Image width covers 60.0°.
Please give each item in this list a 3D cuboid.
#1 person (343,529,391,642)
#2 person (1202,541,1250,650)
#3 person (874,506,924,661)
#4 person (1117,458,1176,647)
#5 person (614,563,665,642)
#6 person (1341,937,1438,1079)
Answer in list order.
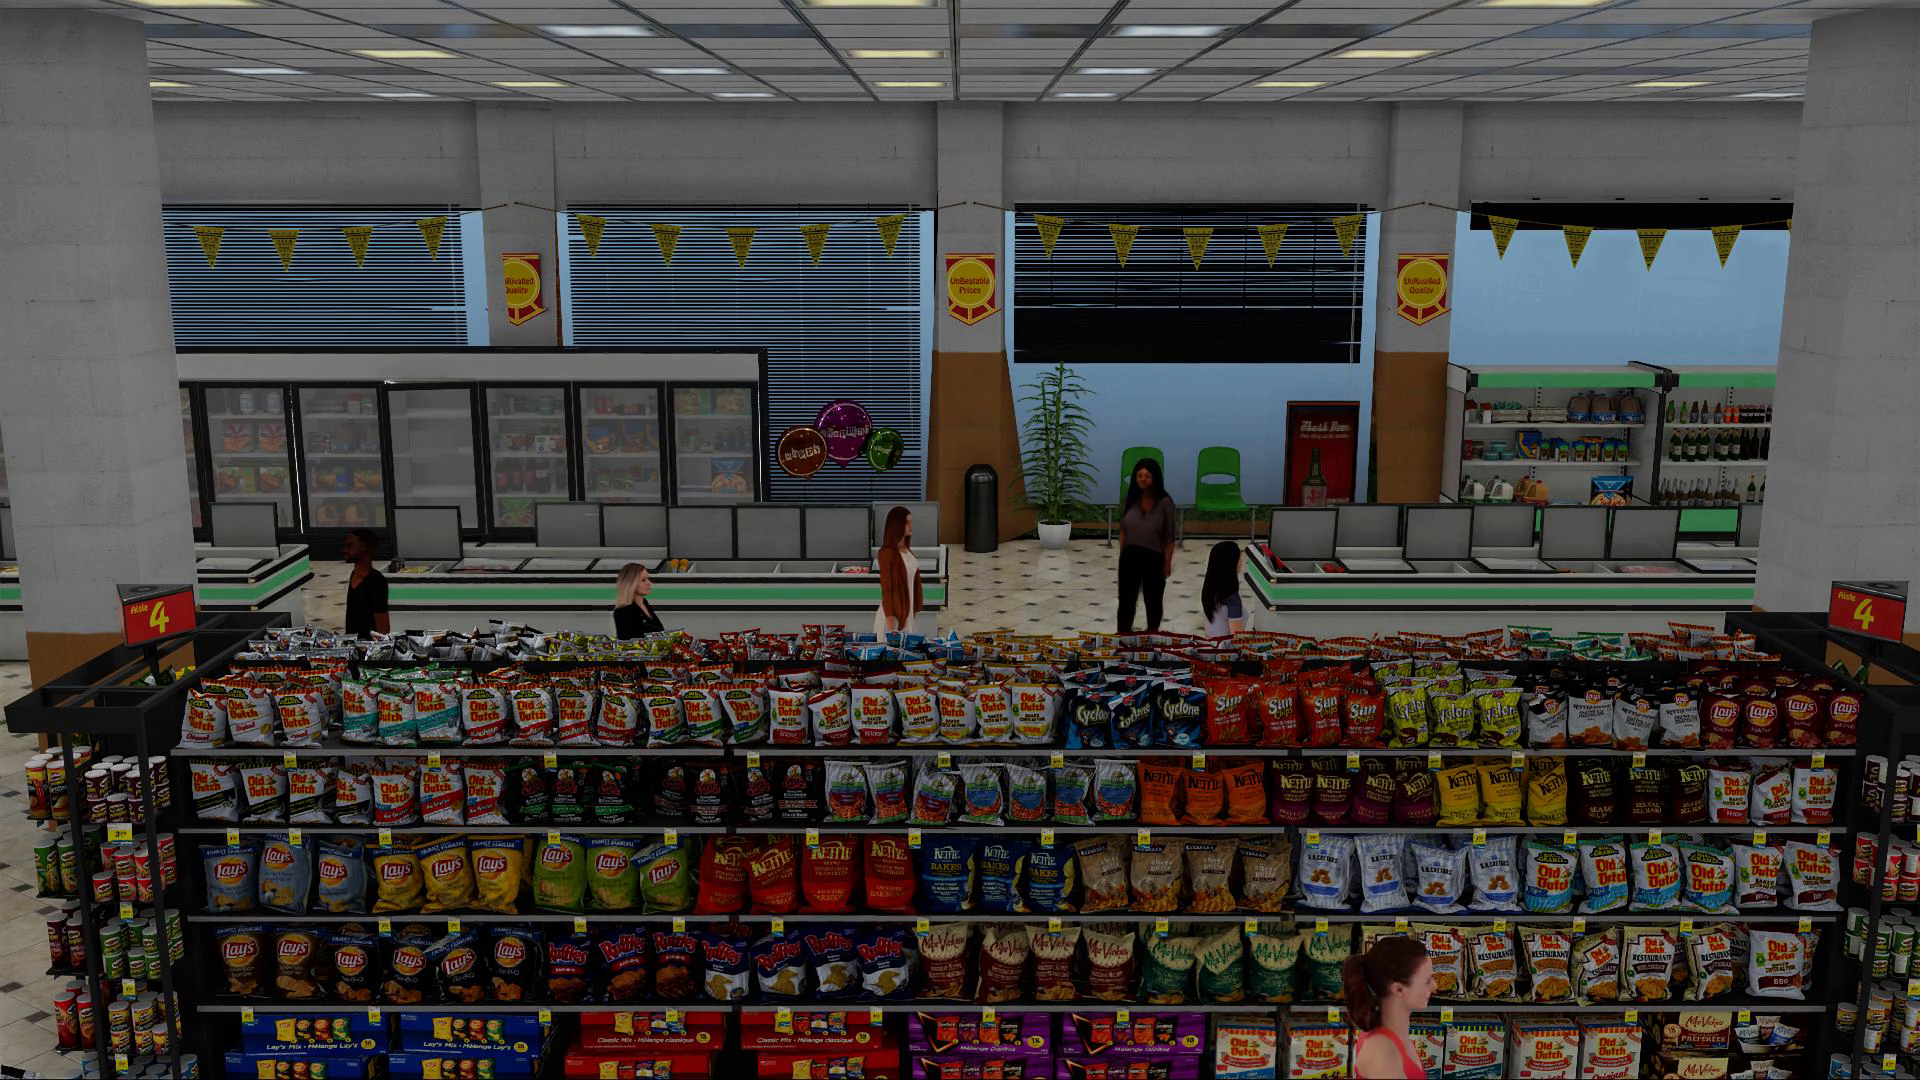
[{"bbox_3d":[-4.027,0.806,11.375,0.746,1.805,0.716,-9,15,-38],"label":"person"},{"bbox_3d":[1.814,0.836,11.471,0.654,1.706,0.666,-5,13,-22],"label":"person"},{"bbox_3d":[-0.493,0.582,12.641,0.663,1.721,0.691,4,12,17],"label":"person"},{"bbox_3d":[1.615,0.193,14.263,0.961,1.815,0.896,4,12,17],"label":"person"},{"bbox_3d":[-2.118,0.976,10.857,0.548,1.685,0.614,1,12,4],"label":"person"},{"bbox_3d":[1.292,2.102,5.401,1.028,1.730,0.666,2,12,9],"label":"person"}]
